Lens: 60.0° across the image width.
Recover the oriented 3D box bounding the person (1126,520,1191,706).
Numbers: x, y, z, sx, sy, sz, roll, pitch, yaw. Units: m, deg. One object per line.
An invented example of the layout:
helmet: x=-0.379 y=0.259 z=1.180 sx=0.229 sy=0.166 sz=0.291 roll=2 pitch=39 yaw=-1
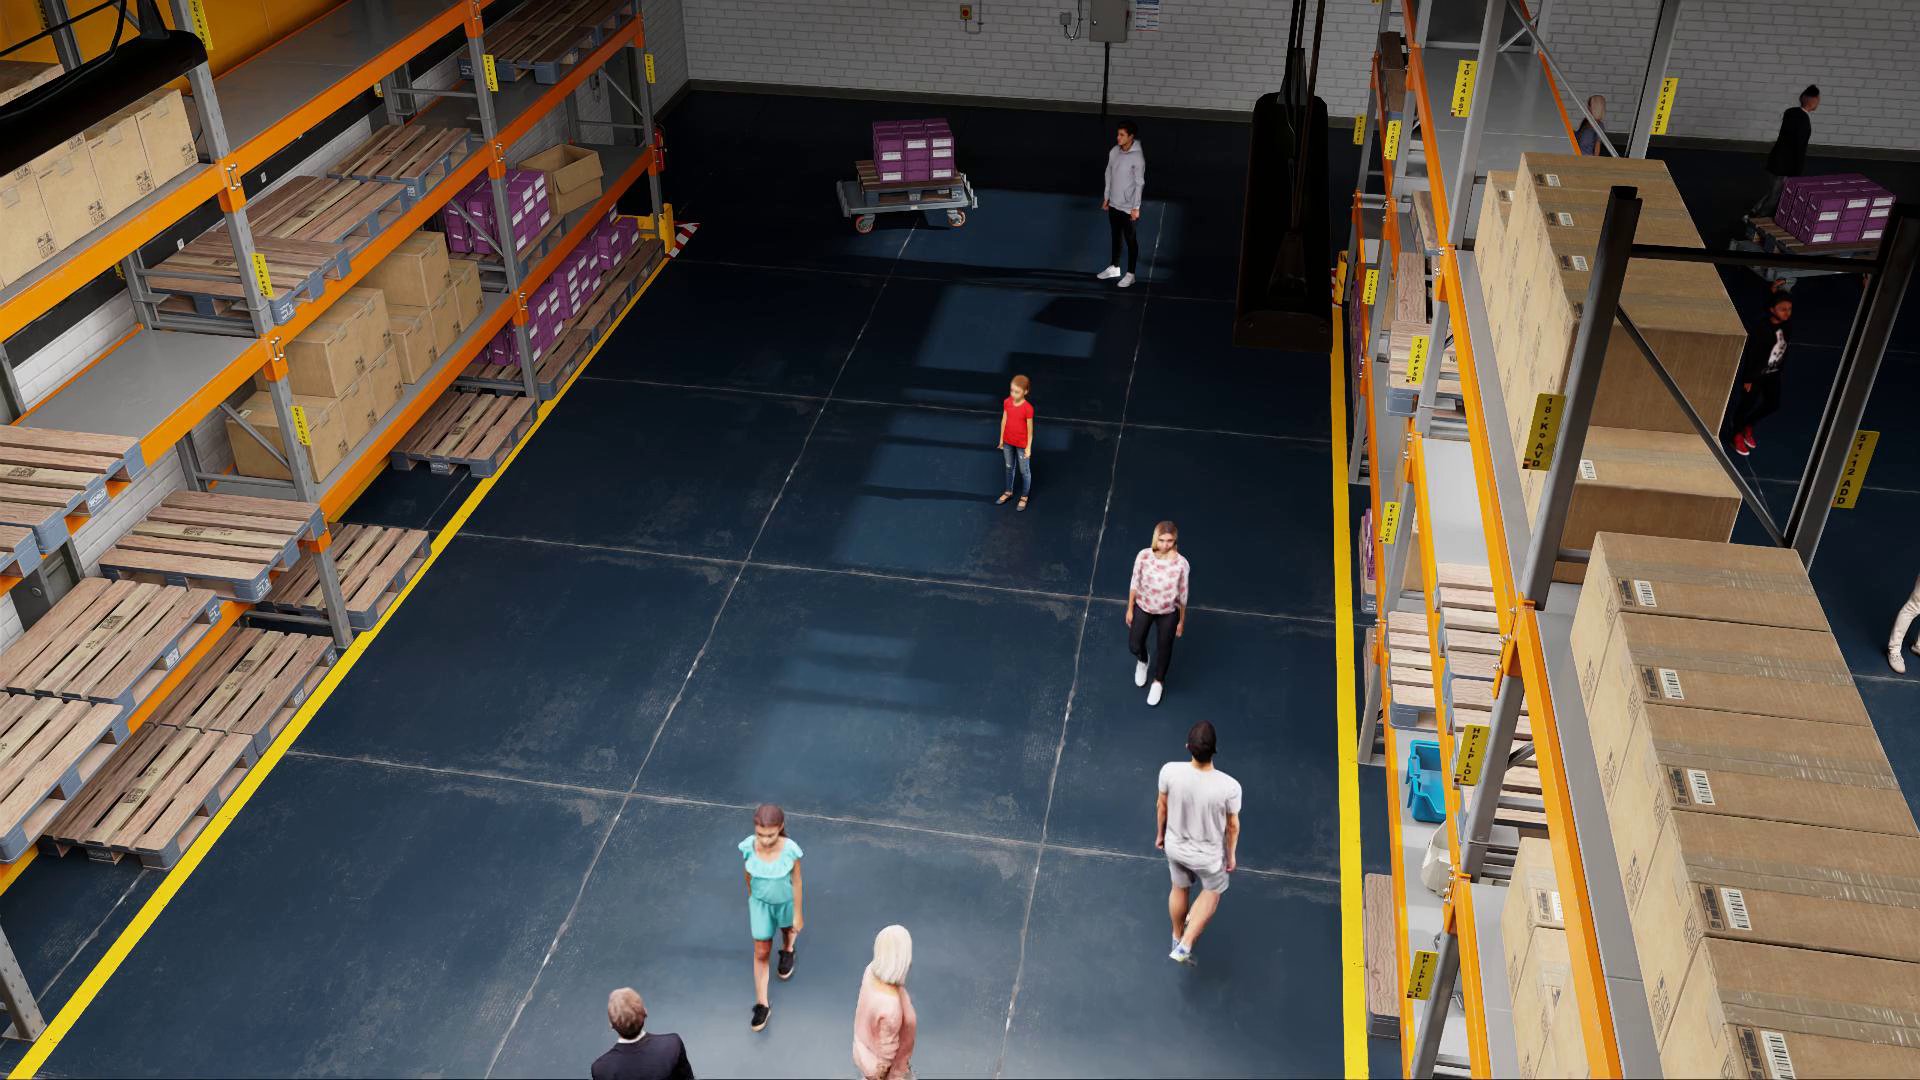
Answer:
person: x=1.492 y=0.488 z=12.541 sx=0.623 sy=1.622 sz=0.651 roll=7 pitch=34 yaw=10

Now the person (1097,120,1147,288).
person: x=1.861 y=-3.806 z=18.725 sx=0.785 sy=1.929 sz=0.763 roll=-28 pitch=42 yaw=-35

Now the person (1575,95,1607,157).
person: x=7.480 y=-4.492 z=19.944 sx=0.717 sy=1.721 sz=0.574 roll=-7 pitch=34 yaw=-10

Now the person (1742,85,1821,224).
person: x=9.689 y=-4.479 z=19.737 sx=0.839 sy=1.928 sz=0.688 roll=-3 pitch=34 yaw=-4

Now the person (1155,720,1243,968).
person: x=1.417 y=1.920 z=10.184 sx=0.823 sy=1.847 sz=0.925 roll=16 pitch=37 yaw=22

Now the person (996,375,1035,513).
person: x=0.517 y=-0.889 z=14.894 sx=0.553 sy=1.311 sz=0.594 roll=20 pitch=39 yaw=28

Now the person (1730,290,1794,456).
person: x=7.492 y=-1.610 z=15.656 sx=0.708 sy=1.668 sz=0.721 roll=-9 pitch=35 yaw=-13

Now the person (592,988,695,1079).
person: x=-1.573 y=3.035 z=8.554 sx=1.009 sy=1.793 sz=1.244 roll=-9 pitch=35 yaw=-14

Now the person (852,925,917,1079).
person: x=-0.476 y=2.827 z=8.968 sx=0.840 sy=1.682 sz=0.784 roll=-9 pitch=35 yaw=-13

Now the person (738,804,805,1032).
person: x=-1.109 y=2.141 z=10.146 sx=0.598 sy=1.520 sz=1.003 roll=4 pitch=34 yaw=6
